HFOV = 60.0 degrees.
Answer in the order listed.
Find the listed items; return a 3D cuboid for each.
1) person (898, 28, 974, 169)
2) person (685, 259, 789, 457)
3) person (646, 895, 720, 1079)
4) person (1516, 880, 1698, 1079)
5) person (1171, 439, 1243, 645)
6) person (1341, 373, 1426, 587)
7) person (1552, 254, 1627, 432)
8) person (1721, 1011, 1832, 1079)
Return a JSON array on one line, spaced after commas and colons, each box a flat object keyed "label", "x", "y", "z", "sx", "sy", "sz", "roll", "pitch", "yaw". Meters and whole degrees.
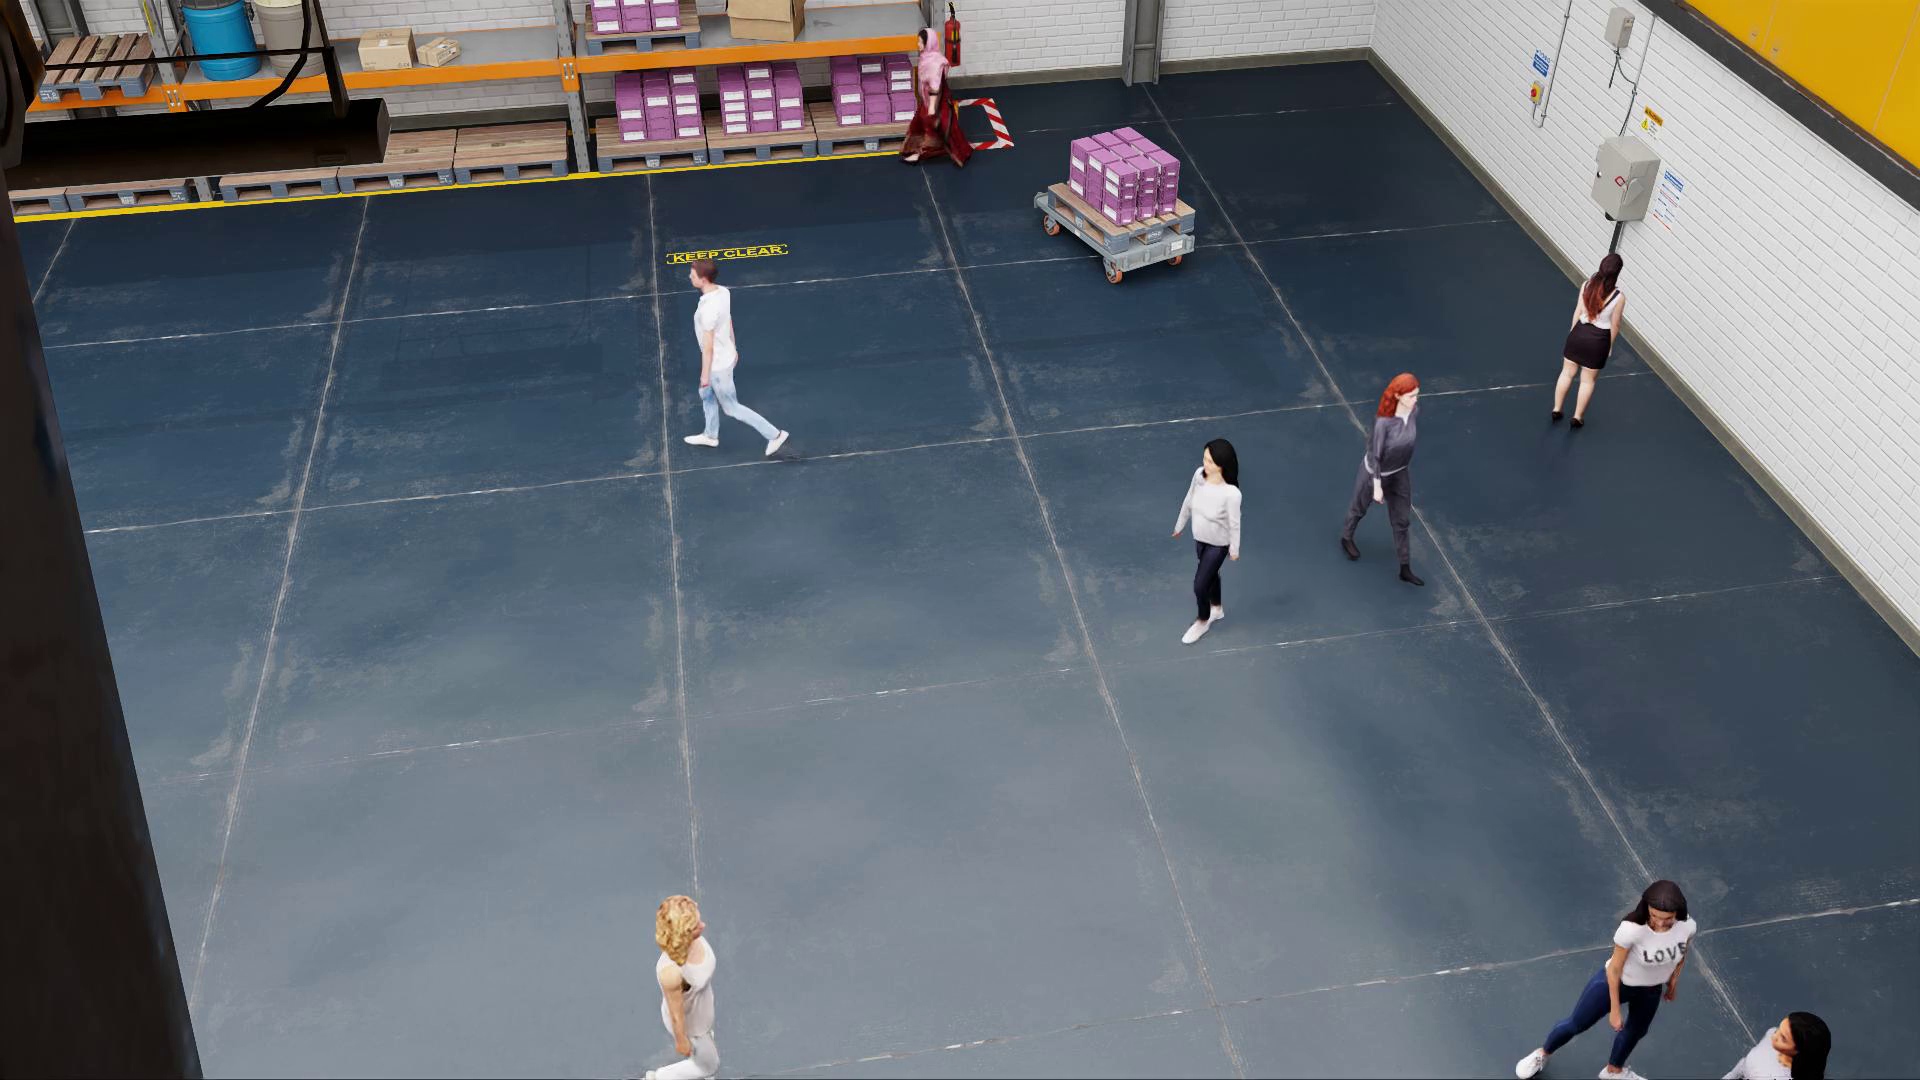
[{"label": "person", "x": -0.175, "y": -4.784, "z": 18.018, "sx": 1.113, "sy": 1.604, "sz": 0.739, "roll": -7, "pitch": 39, "yaw": -9}, {"label": "person", "x": -1.883, "y": -1.448, "z": 13.669, "sx": 1.208, "sy": 1.817, "sz": 0.808, "roll": 1, "pitch": 39, "yaw": 1}, {"label": "person", "x": -1.513, "y": 2.490, "z": 8.863, "sx": 0.811, "sy": 1.661, "sz": 0.716, "roll": 4, "pitch": 39, "yaw": 5}, {"label": "person", "x": 3.625, "y": 2.386, "z": 8.912, "sx": 0.580, "sy": 1.763, "sz": 0.954, "roll": -14, "pitch": 41, "yaw": -17}, {"label": "person", "x": 1.895, "y": -0.041, "z": 12.014, "sx": 0.823, "sy": 1.683, "sz": 0.772, "roll": -23, "pitch": 44, "yaw": -26}, {"label": "person", "x": 3.141, "y": -0.535, "z": 12.588, "sx": 1.068, "sy": 1.740, "sz": 0.861, "roll": -17, "pitch": 42, "yaw": -20}, {"label": "person", "x": 5.328, "y": -1.675, "z": 14.089, "sx": 0.625, "sy": 1.648, "sz": 0.685, "roll": 23, "pitch": 44, "yaw": 26}, {"label": "person", "x": 4.066, "y": 2.924, "z": 8.275, "sx": 0.820, "sy": 1.717, "sz": 0.753, "roll": 8, "pitch": 39, "yaw": 10}]
